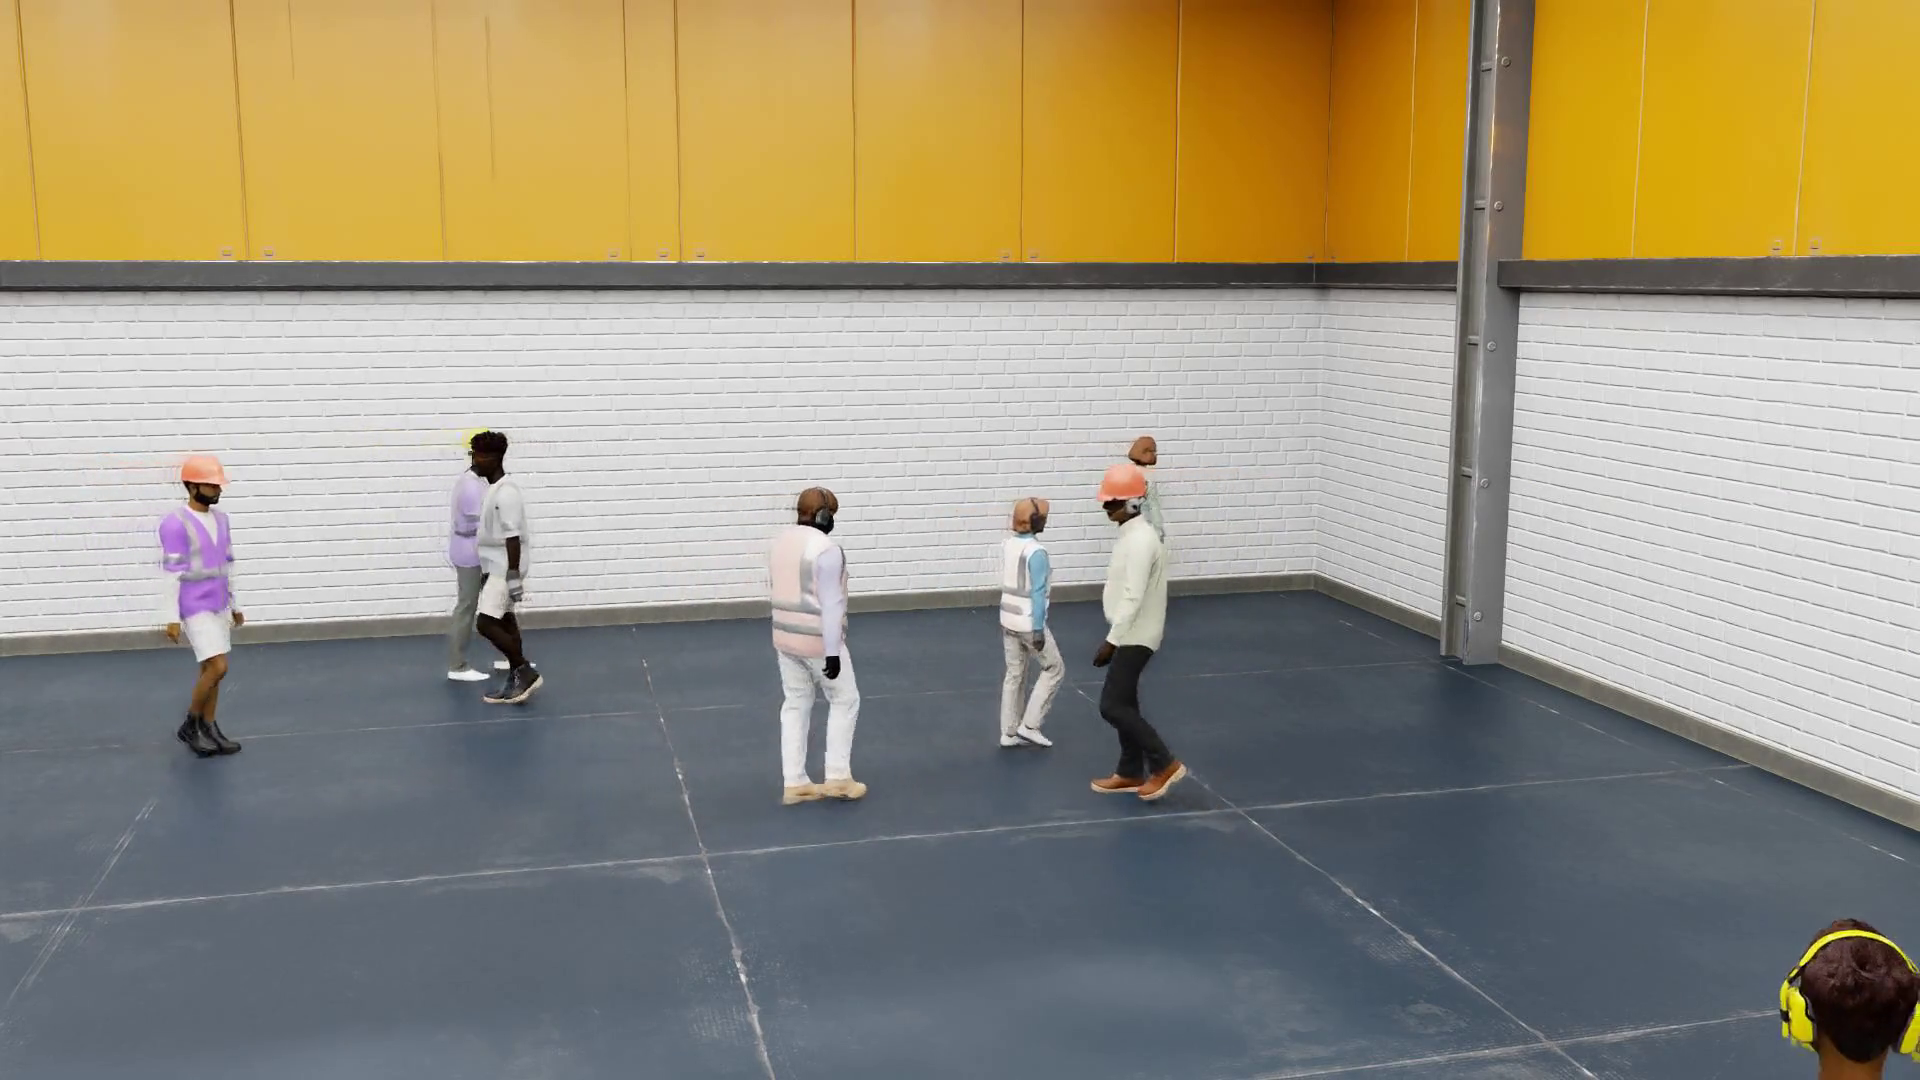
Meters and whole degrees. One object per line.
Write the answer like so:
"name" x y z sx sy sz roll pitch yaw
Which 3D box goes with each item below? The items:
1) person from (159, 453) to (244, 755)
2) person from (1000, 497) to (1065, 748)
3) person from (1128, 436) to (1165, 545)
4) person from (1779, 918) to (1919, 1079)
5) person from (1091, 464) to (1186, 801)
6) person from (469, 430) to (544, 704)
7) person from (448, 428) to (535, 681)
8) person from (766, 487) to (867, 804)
"person" -4.696 0.416 10.389 0.404 1.922 0.575 2 9 10
"person" 0.446 0.537 10.559 0.434 1.621 0.547 -4 10 -22
"person" 1.664 -0.101 14.628 0.624 1.596 0.520 -3 10 -19
"person" 1.614 1.628 3.075 0.516 1.853 0.683 1 9 9
"person" 0.986 0.540 9.469 0.503 1.968 0.638 0 9 -2
"person" -3.226 0.203 11.654 0.413 1.938 0.621 -3 10 -20
"person" -3.489 0.119 12.331 0.772 1.894 0.590 -1 9 -9
"person" -0.821 0.606 9.580 0.606 1.808 0.666 -9 13 -44
